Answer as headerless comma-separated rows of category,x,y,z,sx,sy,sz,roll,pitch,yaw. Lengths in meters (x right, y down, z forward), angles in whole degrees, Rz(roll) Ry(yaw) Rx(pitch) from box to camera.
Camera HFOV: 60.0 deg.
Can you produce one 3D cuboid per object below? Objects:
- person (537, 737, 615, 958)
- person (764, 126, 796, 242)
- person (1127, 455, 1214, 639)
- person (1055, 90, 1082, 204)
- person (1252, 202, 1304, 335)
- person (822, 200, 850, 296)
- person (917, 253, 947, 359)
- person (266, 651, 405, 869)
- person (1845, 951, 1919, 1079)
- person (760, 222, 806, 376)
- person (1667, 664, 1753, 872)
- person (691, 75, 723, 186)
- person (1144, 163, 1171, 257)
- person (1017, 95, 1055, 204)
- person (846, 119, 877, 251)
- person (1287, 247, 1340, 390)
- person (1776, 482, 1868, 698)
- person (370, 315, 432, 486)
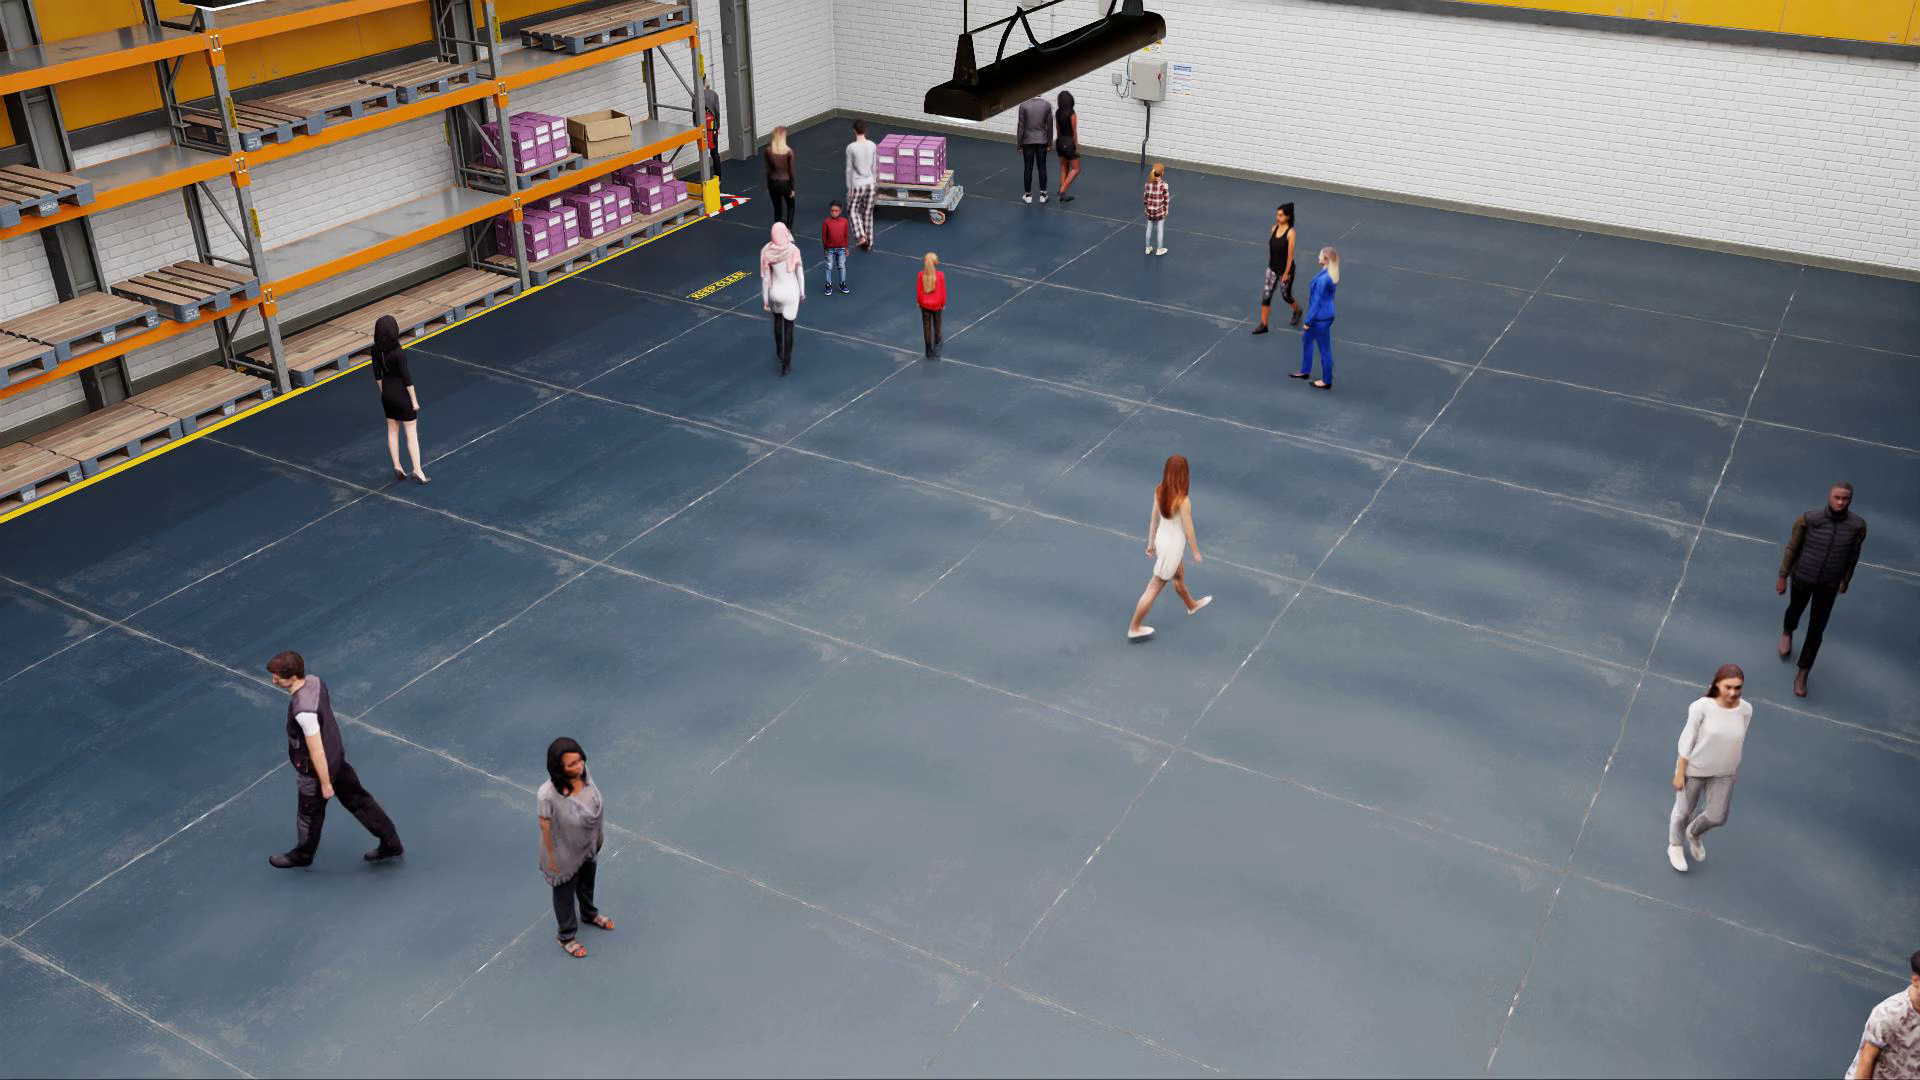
person,-2.551,1.962,10.911,0.685,1.609,0.588,14,32,25
person,-2.561,-4.967,23.530,0.685,1.689,0.686,4,29,7
person,1.716,0.110,14.256,1.203,1.655,0.978,-14,31,-23
person,1.557,-5.931,25.265,0.775,1.719,0.722,-19,34,-31
person,4.046,-3.368,20.651,1.113,1.637,0.828,-22,35,-34
person,-1.649,-3.895,22.019,0.586,1.254,0.639,-6,29,-11
person,-0.355,-2.806,20.027,0.753,1.249,0.951,1,29,2
person,-4.301,1.536,11.490,1.209,1.801,1.202,-5,29,-8
person,4.993,2.907,8.964,0.714,1.814,0.810,-11,31,-19
person,-2.069,-2.798,19.462,0.900,1.777,1.039,1,29,1
person,5.181,1.544,11.603,0.724,1.679,0.754,1,29,2
person,-4.001,-6.477,26.223,0.628,1.761,0.758,-17,33,-28
person,2.755,-4.658,23.362,0.526,1.306,0.526,14,32,24
person,1.146,-6.065,25.416,0.797,1.810,0.778,0,29,1
person,-1.333,-4.947,23.340,0.779,1.834,0.846,-12,31,-20
person,4.243,-2.520,19.048,0.761,1.685,0.748,11,31,20
person,7.070,0.304,13.767,0.826,1.784,1.224,11,31,20
person,-5.713,-1.410,16.887,0.600,1.806,0.499,13,31,22
